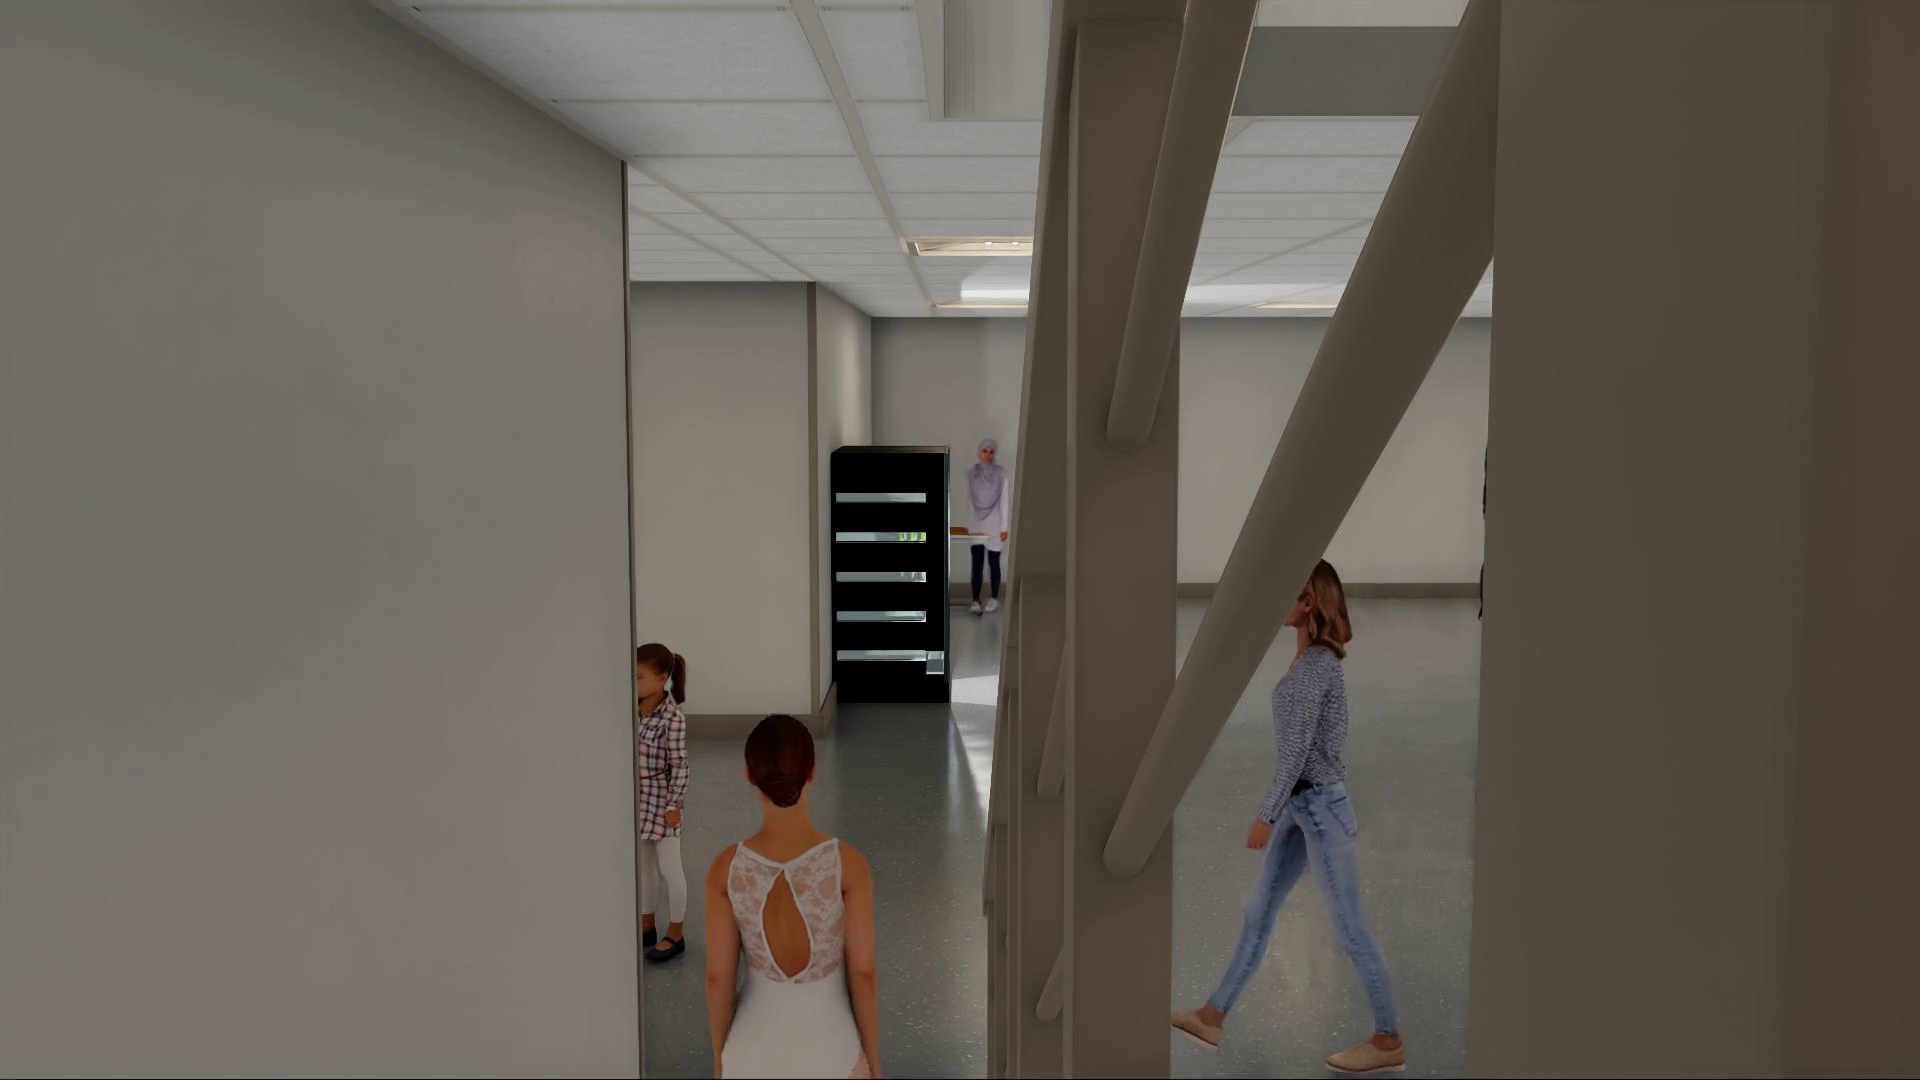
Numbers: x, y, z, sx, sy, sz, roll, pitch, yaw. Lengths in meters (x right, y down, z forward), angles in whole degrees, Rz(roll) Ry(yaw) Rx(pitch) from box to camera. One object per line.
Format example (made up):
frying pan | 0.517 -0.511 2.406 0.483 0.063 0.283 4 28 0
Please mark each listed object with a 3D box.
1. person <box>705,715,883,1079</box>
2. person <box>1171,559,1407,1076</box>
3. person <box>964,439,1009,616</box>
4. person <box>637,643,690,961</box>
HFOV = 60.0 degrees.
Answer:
person | -0.374 1.221 3.730 0.588 1.629 0.864 0 6 4
person | 1.281 0.971 5.590 0.801 1.754 1.086 1 6 9
person | 0.273 -0.121 16.503 0.782 1.742 1.056 2 6 20
person | -1.263 1.062 6.897 0.621 1.312 0.667 4 7 37
